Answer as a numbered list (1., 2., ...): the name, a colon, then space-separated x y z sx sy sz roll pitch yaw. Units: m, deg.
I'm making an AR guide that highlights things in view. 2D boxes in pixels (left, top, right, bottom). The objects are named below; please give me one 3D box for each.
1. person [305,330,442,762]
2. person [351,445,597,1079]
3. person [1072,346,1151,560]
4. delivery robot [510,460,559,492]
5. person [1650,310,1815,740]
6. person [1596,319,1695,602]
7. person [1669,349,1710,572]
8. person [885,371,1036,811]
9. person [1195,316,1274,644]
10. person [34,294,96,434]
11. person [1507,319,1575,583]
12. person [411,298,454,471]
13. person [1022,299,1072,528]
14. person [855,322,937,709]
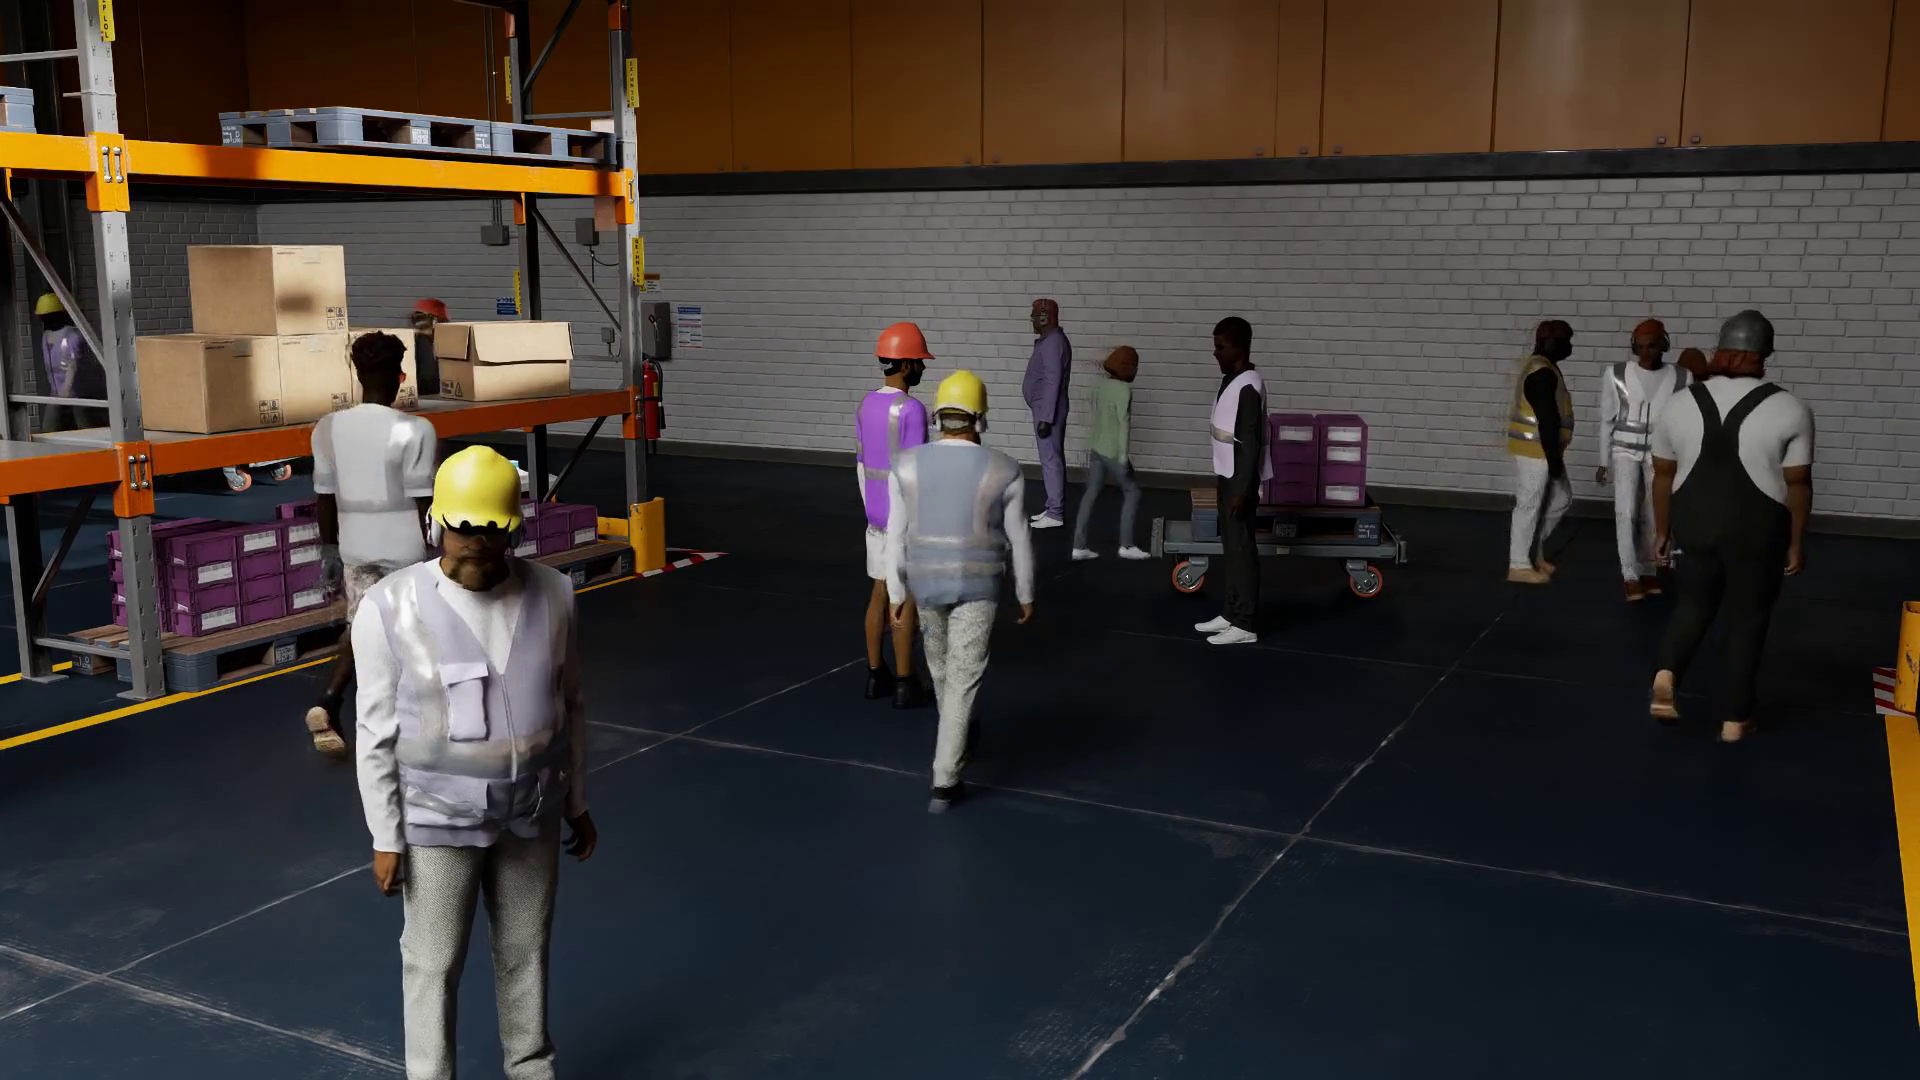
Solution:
1. person: -2.596 0.047 7.386 0.611 1.945 0.725 3 10 15
2. person: -1.176 0.671 4.118 0.586 1.824 0.403 -8 12 -38
3. person: 1.160 -0.631 12.294 0.698 1.591 0.614 -4 10 -20
4. delivery robot: -3.714 -0.419 13.824 0.707 0.478 0.477 -6 11 -30
5. person: 3.588 -0.063 7.742 0.692 2.000 0.643 9 13 43
6. person: 4.502 -0.516 10.920 0.644 1.846 0.796 2 10 12
7. person: 5.258 -0.582 12.036 0.495 1.588 0.870 7 12 36
8. person: 0.033 0.179 7.066 0.611 1.782 0.925 3 10 16
9. person: 1.627 -0.348 9.757 0.392 1.915 0.590 0 10 -2
10. person: -8.818 -1.449 16.230 0.586 1.873 0.963 5 11 25
11. person: 4.025 -0.599 11.480 0.470 1.829 0.644 4 11 22
12. person: -3.950 -0.801 12.294 0.597 1.944 0.653 -7 12 -35
13. person: 0.717 -1.051 13.854 0.402 1.904 0.651 2 10 9
14. person: -0.293 -0.120 8.368 0.356 1.937 0.552 -7 12 -35
